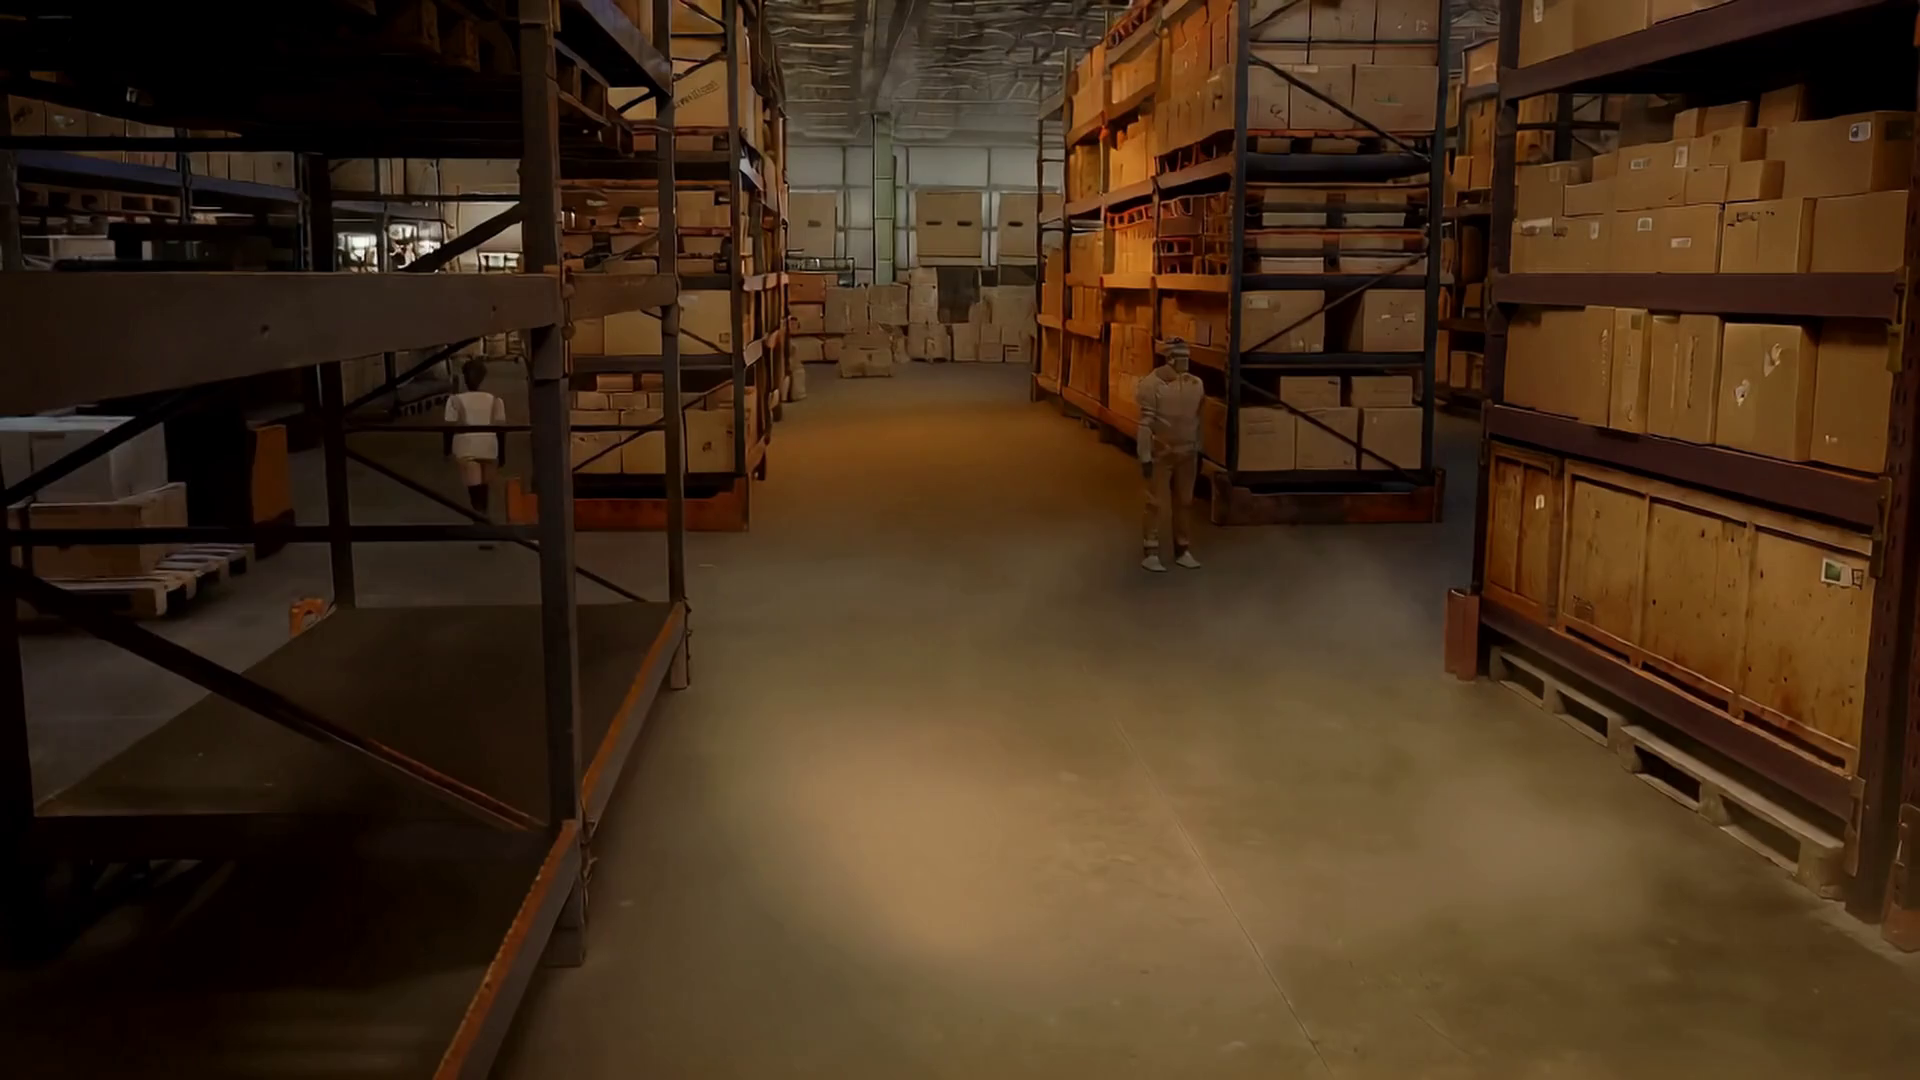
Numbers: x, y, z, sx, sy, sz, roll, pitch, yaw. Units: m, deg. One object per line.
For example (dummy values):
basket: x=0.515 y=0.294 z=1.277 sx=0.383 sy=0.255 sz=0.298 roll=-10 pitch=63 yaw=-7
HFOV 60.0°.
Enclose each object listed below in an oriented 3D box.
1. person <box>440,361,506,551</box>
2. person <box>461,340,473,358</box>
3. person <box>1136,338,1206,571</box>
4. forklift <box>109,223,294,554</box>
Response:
person: x=-4.292 y=-0.750 z=14.675 sx=0.541 sy=1.645 sz=0.880 roll=-7 pitch=12 yaw=-38
person: x=-14.261 y=-6.155 z=47.900 sx=0.347 sy=1.882 sz=0.584 roll=8 pitch=12 yaw=42
person: x=1.749 y=-0.700 z=13.618 sx=0.645 sy=1.900 sz=0.401 roll=-4 pitch=10 yaw=-26
forklift: x=-6.464 y=-1.239 z=13.913 sx=1.129 sy=2.768 sz=1.873 roll=-1 pitch=9 yaw=-4
